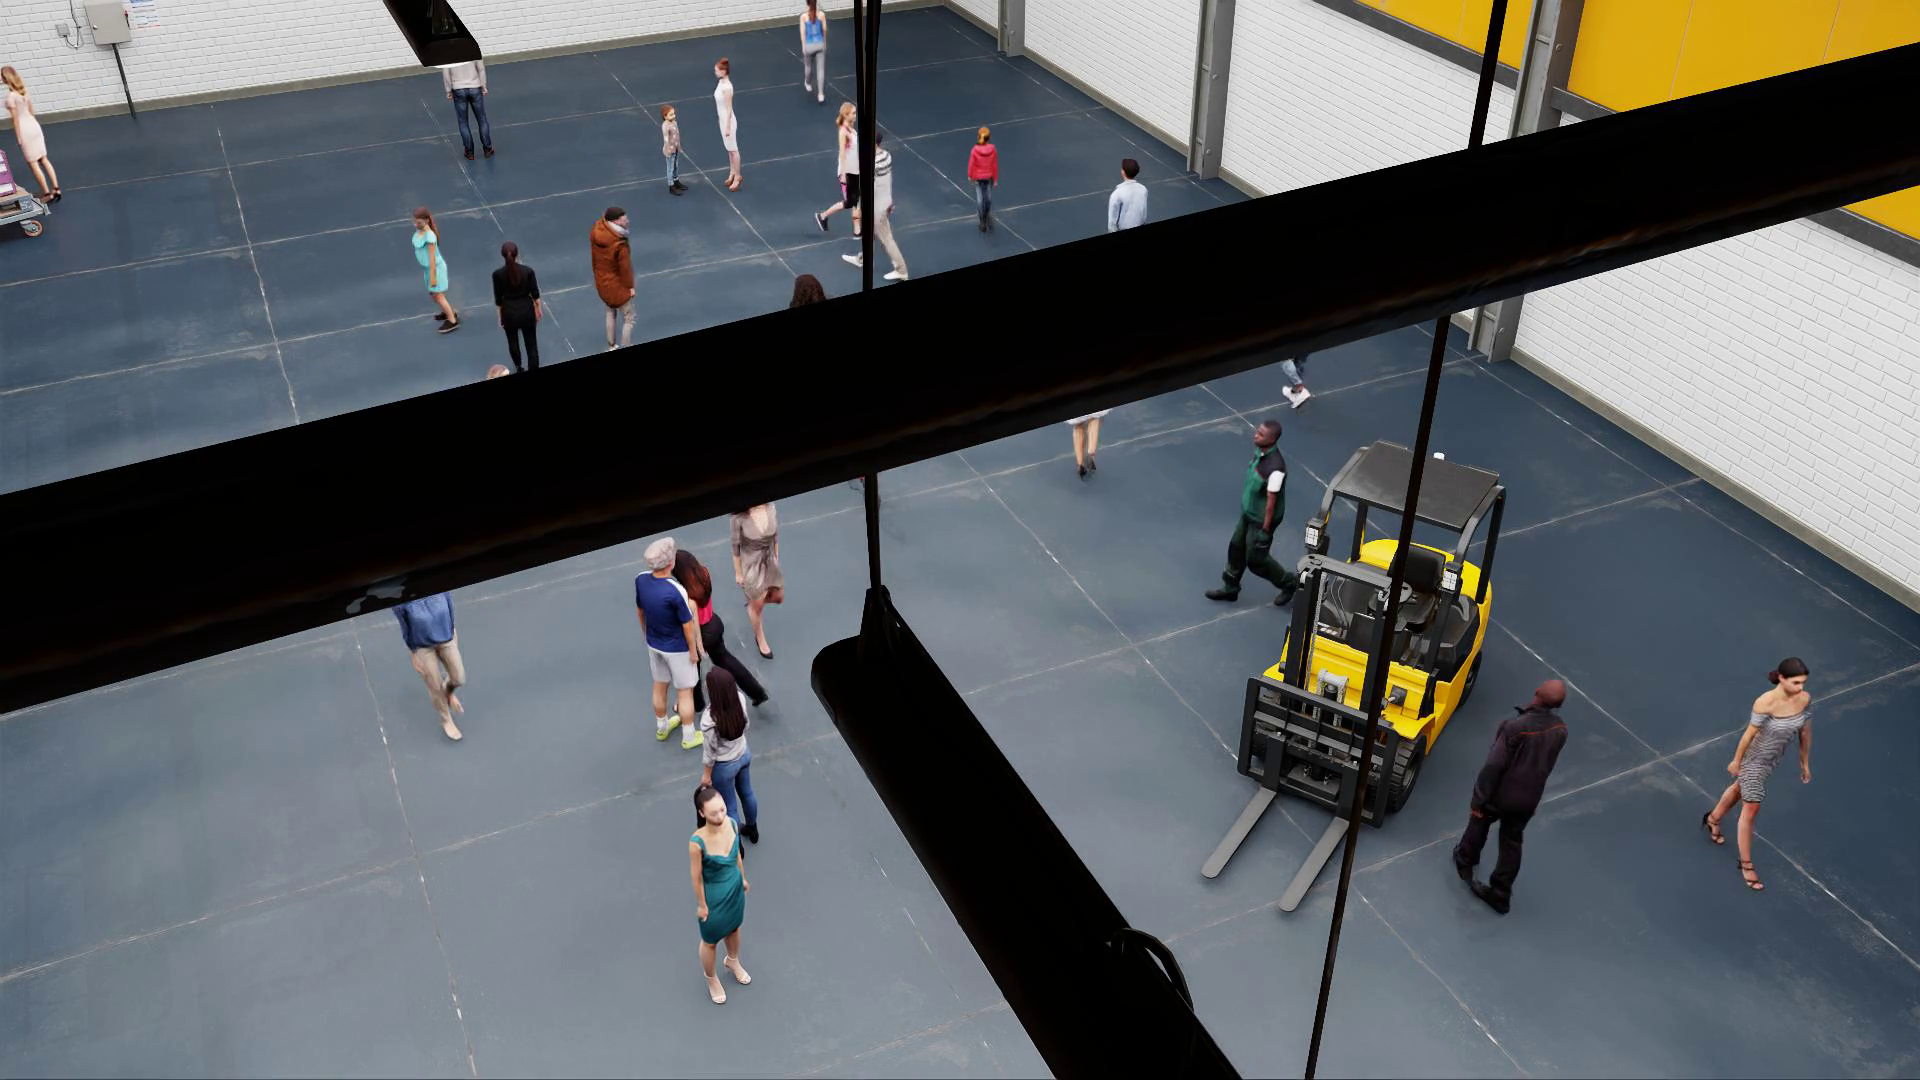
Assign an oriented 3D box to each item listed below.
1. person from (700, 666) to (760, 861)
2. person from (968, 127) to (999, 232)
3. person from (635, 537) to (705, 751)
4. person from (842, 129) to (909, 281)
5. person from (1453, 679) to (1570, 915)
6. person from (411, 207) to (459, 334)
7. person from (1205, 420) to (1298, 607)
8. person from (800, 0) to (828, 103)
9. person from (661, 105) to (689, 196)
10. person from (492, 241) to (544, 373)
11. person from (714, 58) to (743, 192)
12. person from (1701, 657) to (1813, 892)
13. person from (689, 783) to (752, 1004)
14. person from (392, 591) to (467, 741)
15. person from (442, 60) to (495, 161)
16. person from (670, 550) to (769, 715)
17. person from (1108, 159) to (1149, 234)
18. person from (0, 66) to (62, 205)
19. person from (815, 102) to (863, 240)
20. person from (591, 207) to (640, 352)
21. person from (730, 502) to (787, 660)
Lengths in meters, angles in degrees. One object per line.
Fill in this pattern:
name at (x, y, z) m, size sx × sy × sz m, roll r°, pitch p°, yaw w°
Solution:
person at (-1.604, 1.549, 11.635) m, size 0.695 × 1.633 × 0.678 m, roll 18°, pitch 38°, yaw 25°
person at (0.306, -4.573, 21.150) m, size 0.621 × 1.296 × 0.846 m, roll -7°, pitch 34°, yaw -11°
person at (-2.204, 0.781, 12.609) m, size 0.676 × 1.835 × 0.776 m, roll 18°, pitch 37°, yaw 24°
person at (-0.893, -3.943, 19.730) m, size 1.243 × 1.819 × 1.185 m, roll 11°, pitch 35°, yaw 17°
person at (3.723, 1.760, 11.193) m, size 0.906 × 1.772 × 0.984 m, roll -12°, pitch 35°, yaw -17°
person at (-5.869, -3.050, 18.651) m, size 0.744 × 1.527 × 0.564 m, roll -10°, pitch 35°, yaw -15°
person at (2.614, -0.201, 14.101) m, size 1.005 × 1.819 × 1.106 m, roll -2°, pitch 34°, yaw -3°
person at (-2.183, -7.433, 25.204) m, size 0.736 × 1.571 × 1.108 m, roll -7°, pitch 34°, yaw -10°
person at (-3.858, -5.238, 22.242) m, size 0.614 × 1.194 × 0.552 m, roll 11°, pitch 35°, yaw 16°
person at (-4.610, -2.282, 17.398) m, size 0.714 × 1.633 × 0.939 m, roll -8°, pitch 35°, yaw -12°
person at (-3.077, -5.543, 22.155) m, size 0.649 × 1.799 × 0.449 m, roll -11°, pitch 35°, yaw -15°
person at (5.508, 1.482, 11.589) m, size 0.658 × 1.796 × 0.939 m, roll -13°, pitch 36°, yaw -18°
person at (-1.525, 2.237, 10.554) m, size 0.591 × 1.685 × 0.609 m, roll 28°, pitch 43°, yaw 35°
person at (-4.089, 0.782, 12.742) m, size 0.710 × 1.686 × 0.771 m, roll -26°, pitch 42°, yaw -34°
person at (-6.861, -6.259, 23.132) m, size 0.758 × 1.910 × 0.671 m, roll -10°, pitch 35°, yaw -14°
person at (-1.912, 0.748, 12.848) m, size 1.077 × 1.625 × 1.076 m, roll 9°, pitch 35°, yaw 13°
person at (1.931, -3.457, 19.020) m, size 0.724 × 1.796 × 0.933 m, roll -18°, pitch 38°, yaw -25°
person at (-12.161, -5.297, 21.758) m, size 0.700 × 1.829 × 0.610 m, roll 6°, pitch 34°, yaw 9°
person at (-1.462, -4.584, 20.737) m, size 1.016 × 1.772 × 1.006 m, roll 7°, pitch 34°, yaw 10°
person at (-3.766, -2.771, 17.974) m, size 0.831 × 1.811 × 0.974 m, roll 13°, pitch 36°, yaw 19°
person at (-1.699, 0.183, 13.599) m, size 0.678 × 1.735 × 0.794 m, roll -22°, pitch 40°, yaw -30°
